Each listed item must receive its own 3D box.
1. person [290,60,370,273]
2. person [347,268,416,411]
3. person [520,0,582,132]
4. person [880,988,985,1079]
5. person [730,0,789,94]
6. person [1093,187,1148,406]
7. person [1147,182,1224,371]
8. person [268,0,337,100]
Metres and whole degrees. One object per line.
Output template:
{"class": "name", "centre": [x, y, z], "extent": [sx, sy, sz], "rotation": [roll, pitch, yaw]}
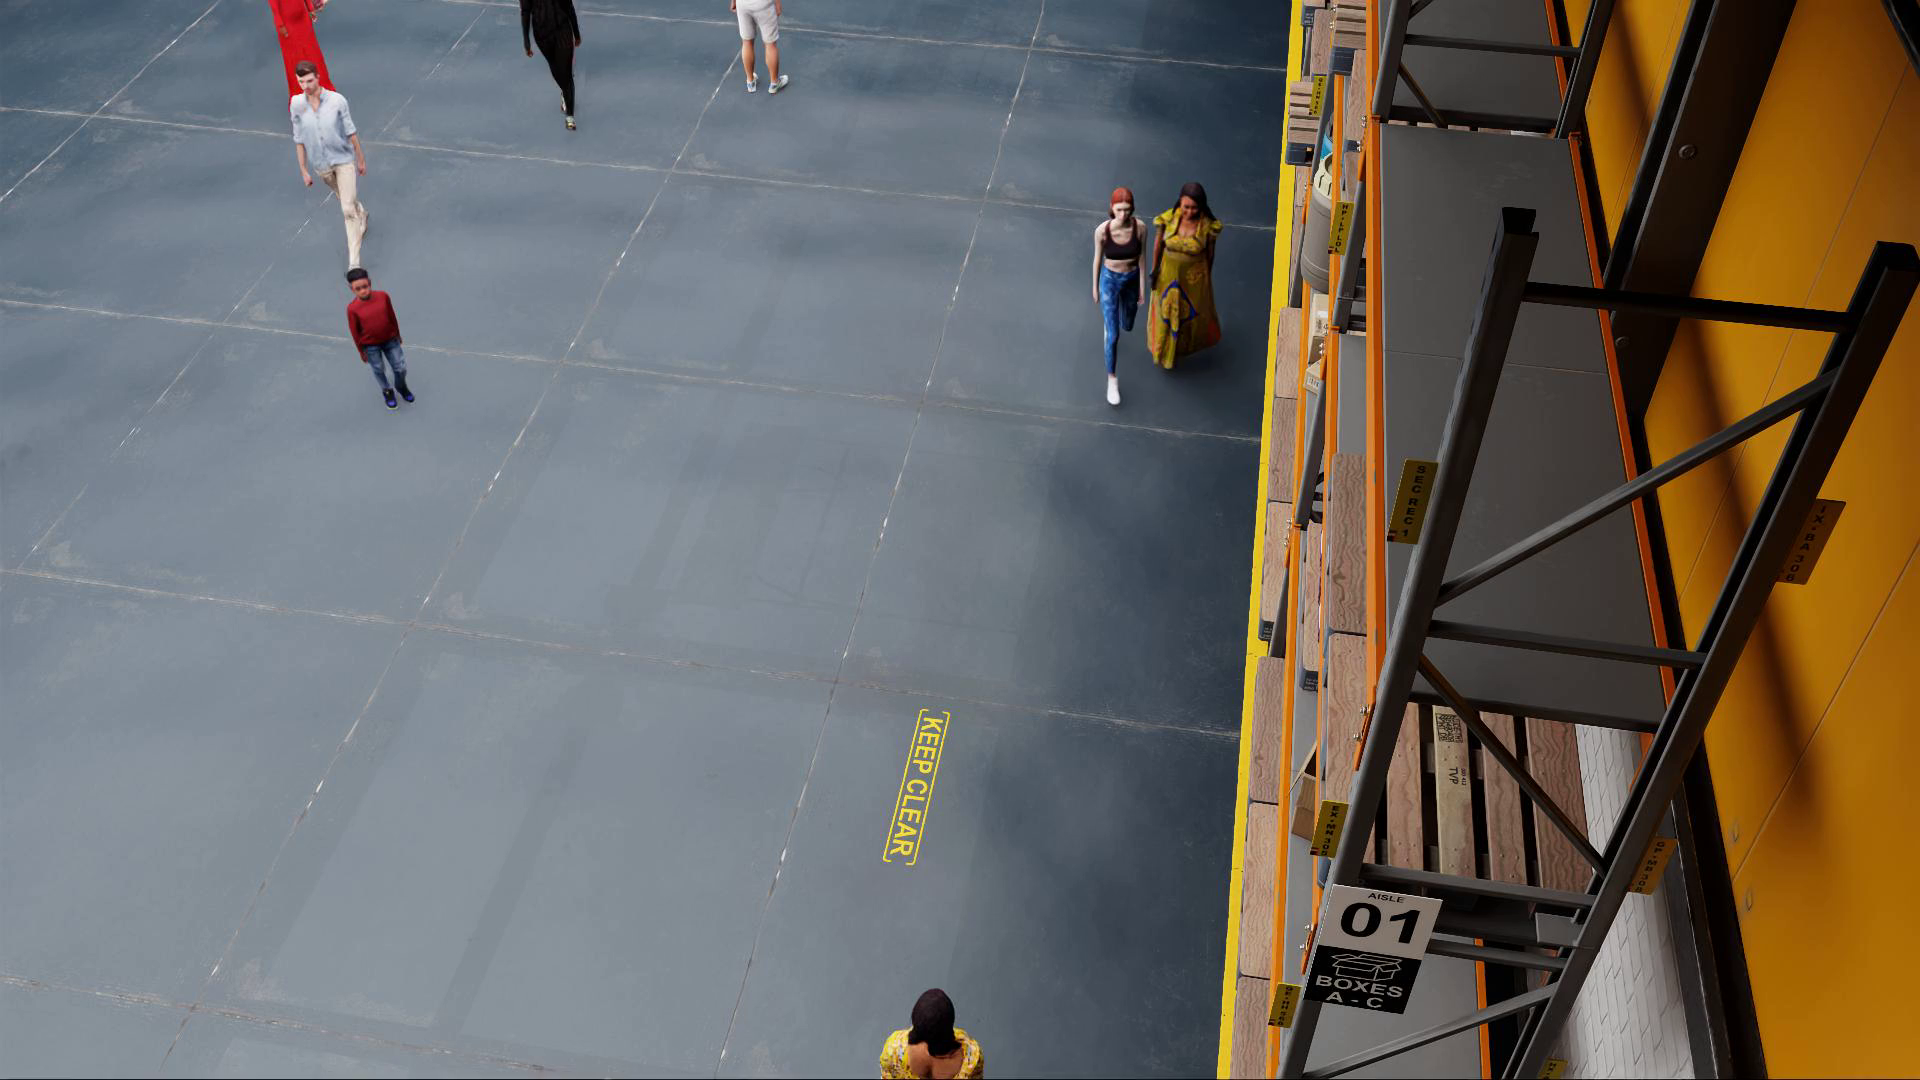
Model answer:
{"class": "person", "centre": [-5.320, -3.257, 14.177], "extent": [0.871, 1.804, 1.297], "rotation": [-3, 44, -3]}
{"class": "person", "centre": [-4.509, -1.584, 12.825], "extent": [0.591, 1.246, 0.647], "rotation": [-24, 49, -23]}
{"class": "person", "centre": [-3.887, -4.877, 15.905], "extent": [0.869, 1.764, 1.220], "rotation": [-4, 44, -4]}
{"class": "person", "centre": [-0.146, 2.767, 7.993], "extent": [0.809, 1.610, 1.076], "rotation": [0, 44, 0]}
{"class": "person", "centre": [-2.006, -5.260, 16.244], "extent": [0.680, 1.853, 0.571], "rotation": [8, 44, 9]}
{"class": "person", "centre": [1.224, -1.968, 12.861], "extent": [0.793, 1.762, 1.135], "rotation": [-5, 44, -5]}
{"class": "person", "centre": [1.753, -2.131, 13.115], "extent": [0.811, 1.648, 0.882], "rotation": [9, 44, 9]}
{"class": "person", "centre": [-6.428, -5.010, 16.035], "extent": [0.785, 1.788, 0.663], "rotation": [22, 48, 21]}
